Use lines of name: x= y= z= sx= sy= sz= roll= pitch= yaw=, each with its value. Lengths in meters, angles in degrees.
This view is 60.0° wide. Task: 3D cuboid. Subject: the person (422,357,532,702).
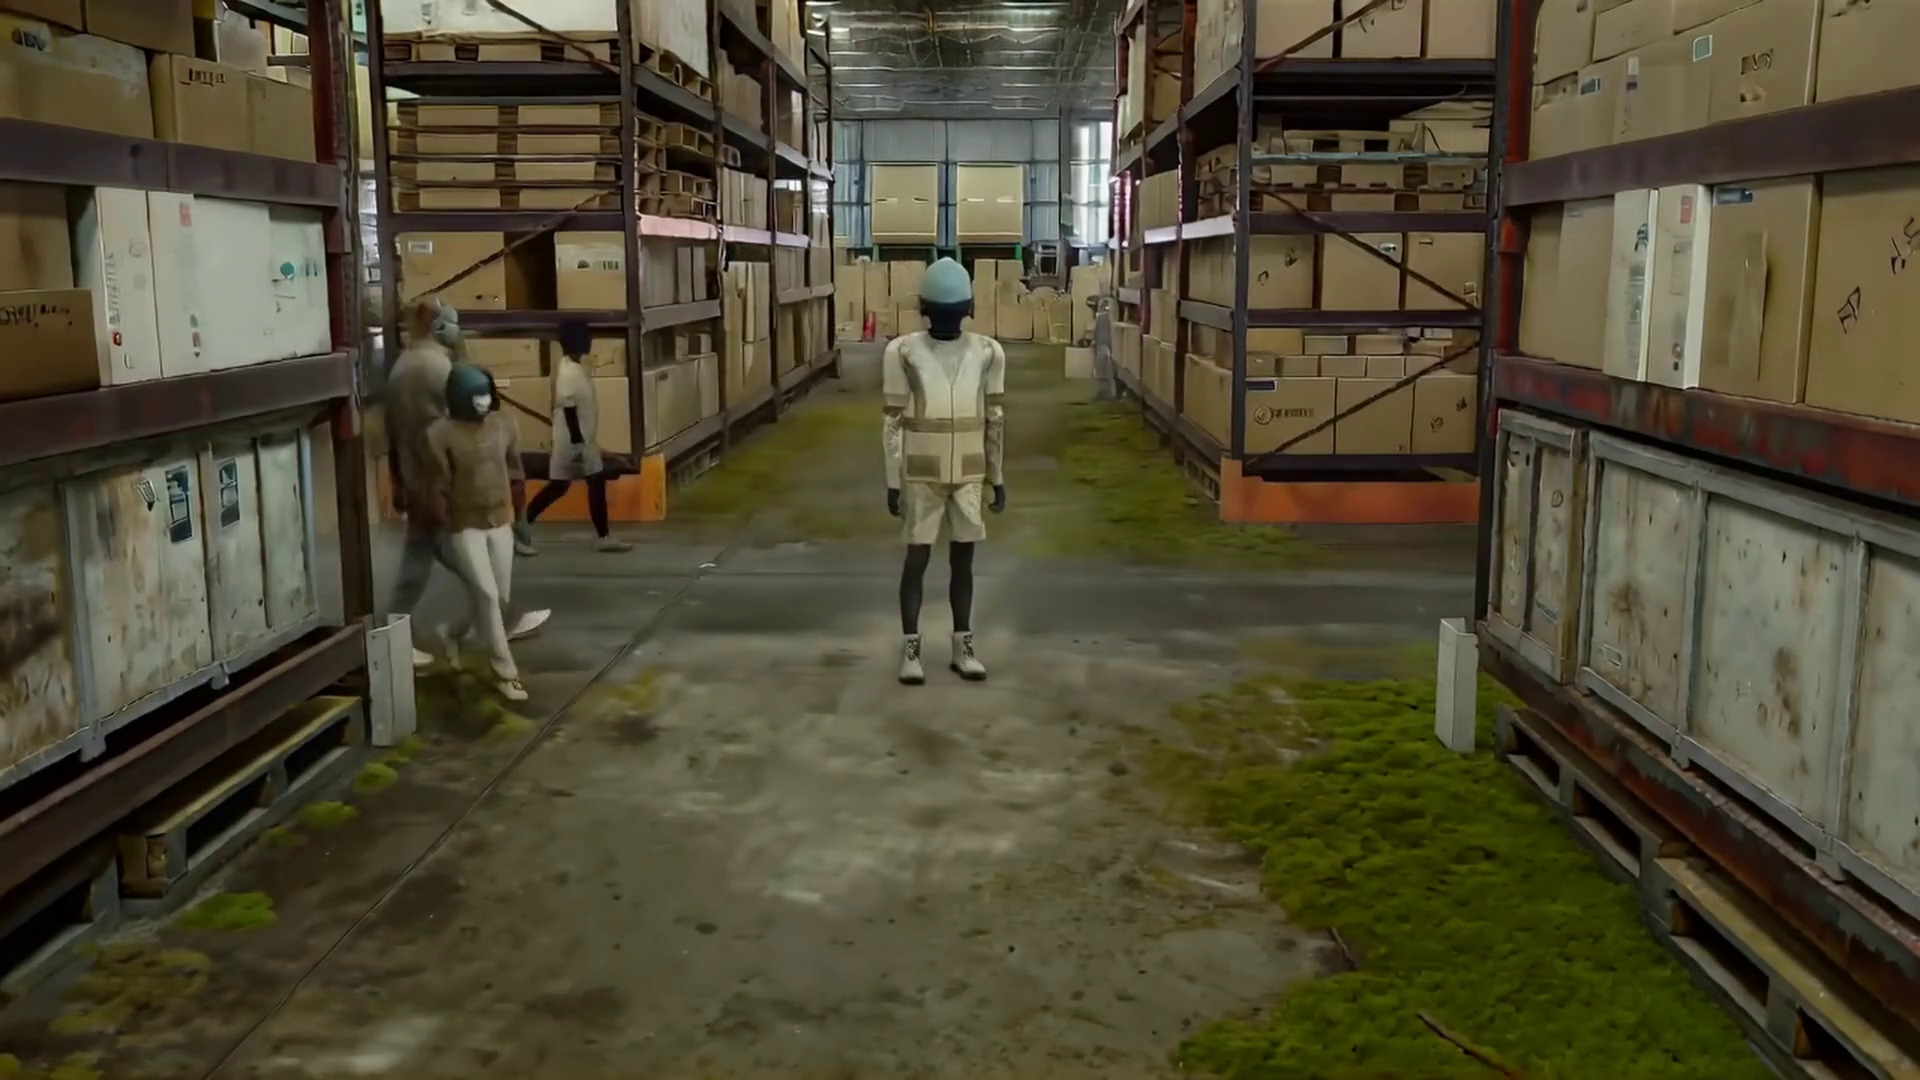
person: x=-2.294 y=-0.065 z=7.776 sx=0.668 sy=1.599 sz=0.530 roll=8 pitch=12 yaw=40

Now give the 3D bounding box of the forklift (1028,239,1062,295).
forklift: x=3.077 y=-9.167 z=58.473 sx=1.129 sy=2.768 sz=1.873 roll=2 pitch=10 yaw=14

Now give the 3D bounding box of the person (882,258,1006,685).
person: x=-0.063 y=-0.319 z=7.984 sx=0.609 sy=2.040 sz=0.394 roll=-3 pitch=10 yaw=-15

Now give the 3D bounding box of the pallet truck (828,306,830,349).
pallet truck: x=-3.100 y=-3.940 z=29.800 sx=1.885 sy=1.965 sz=0.823 roll=3 pitch=10 yaw=19

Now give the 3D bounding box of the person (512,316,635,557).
person: x=-2.723 y=-0.707 z=11.432 sx=0.825 sy=1.666 sz=0.534 roll=0 pitch=9 yaw=-2

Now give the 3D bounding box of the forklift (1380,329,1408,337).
forklift: x=7.816 y=-4.887 z=32.834 sx=1.873 sy=2.768 sz=1.129 roll=-2 pitch=10 yaw=-12

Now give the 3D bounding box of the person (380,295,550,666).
person: x=-2.579 y=-0.306 z=8.461 sx=1.001 sy=1.851 sz=0.652 roll=-6 pitch=11 yaw=-33
